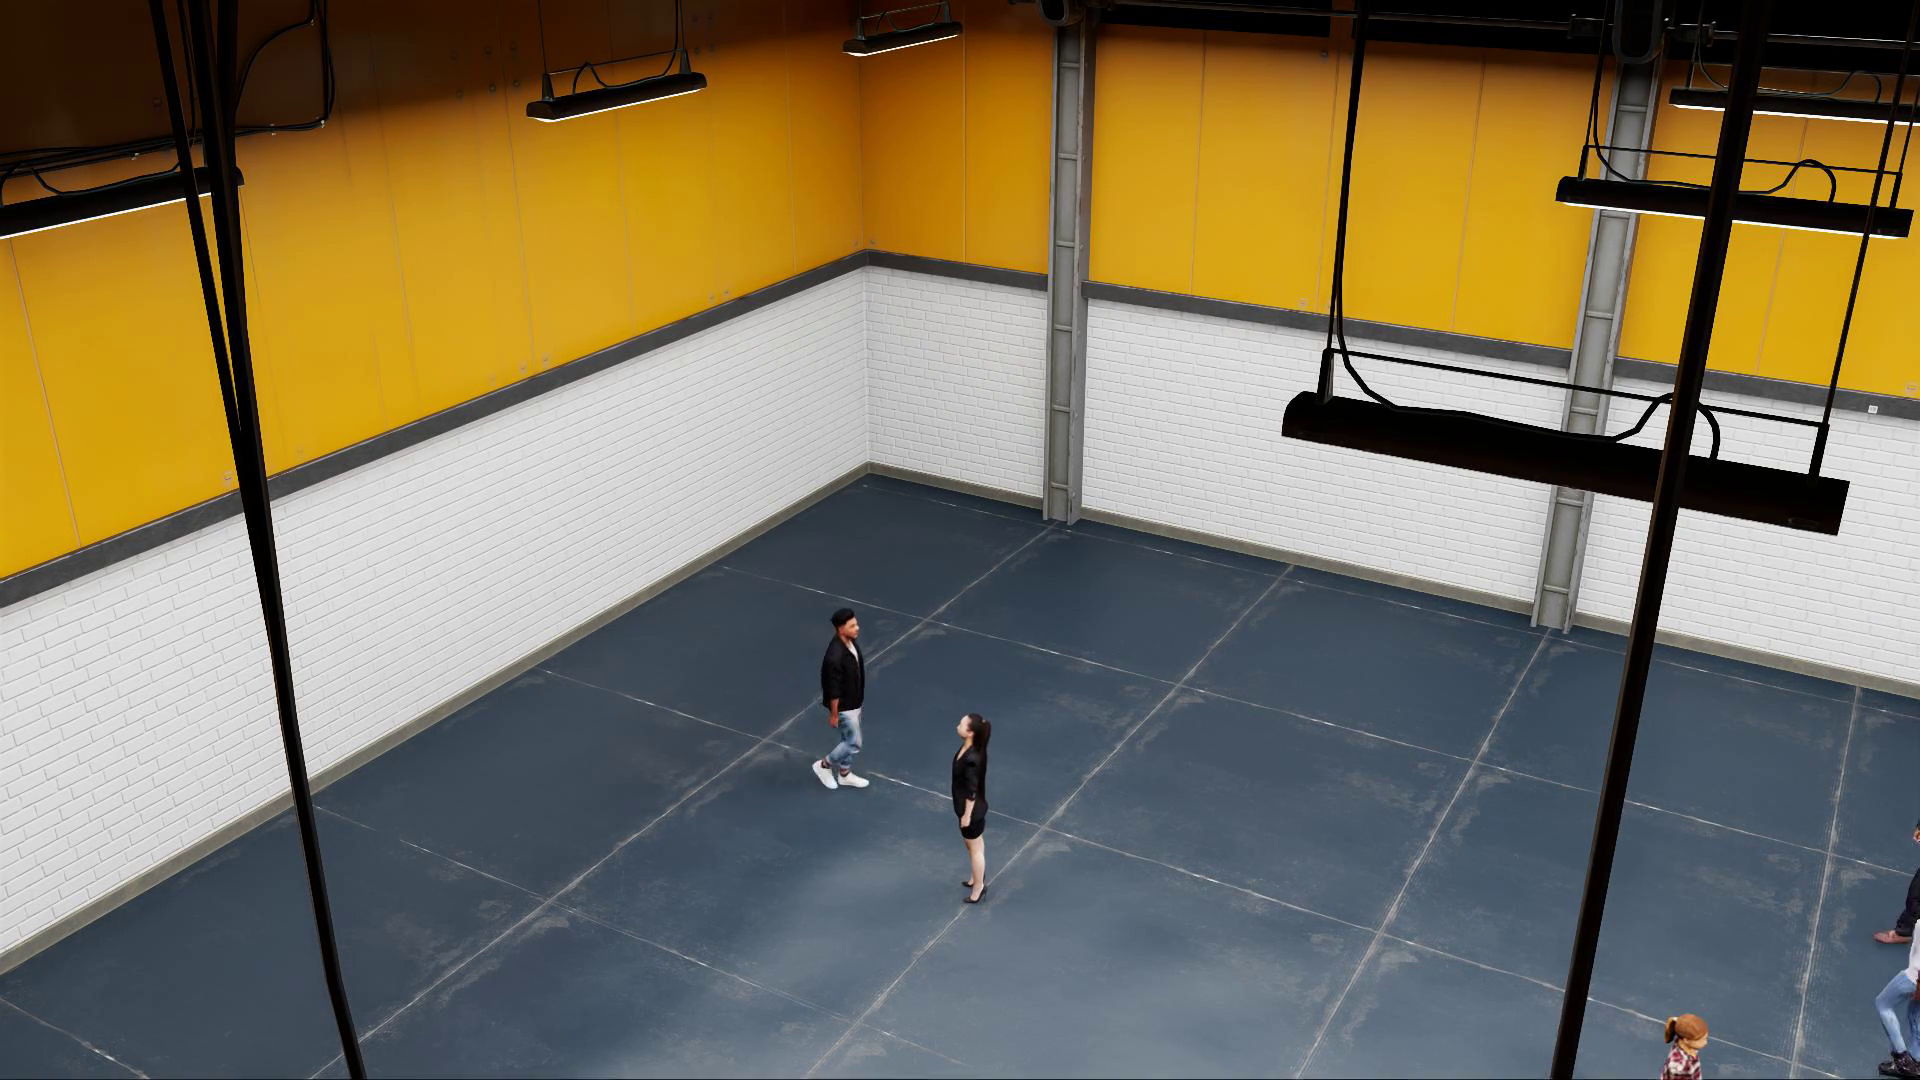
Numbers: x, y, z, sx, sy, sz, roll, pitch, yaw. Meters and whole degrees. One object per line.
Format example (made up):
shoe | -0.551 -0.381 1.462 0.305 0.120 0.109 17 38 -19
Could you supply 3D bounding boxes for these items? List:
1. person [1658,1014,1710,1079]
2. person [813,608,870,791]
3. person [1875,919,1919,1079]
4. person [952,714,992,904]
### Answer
person | 4.527 3.537 10.605 0.567 1.300 0.533 14 27 29
person | -1.112 1.412 14.844 0.843 1.799 0.811 5 24 11
person | 6.639 3.006 11.310 0.713 1.708 0.755 -15 28 -30
person | 0.104 2.134 13.322 0.676 1.696 0.673 1 24 3
